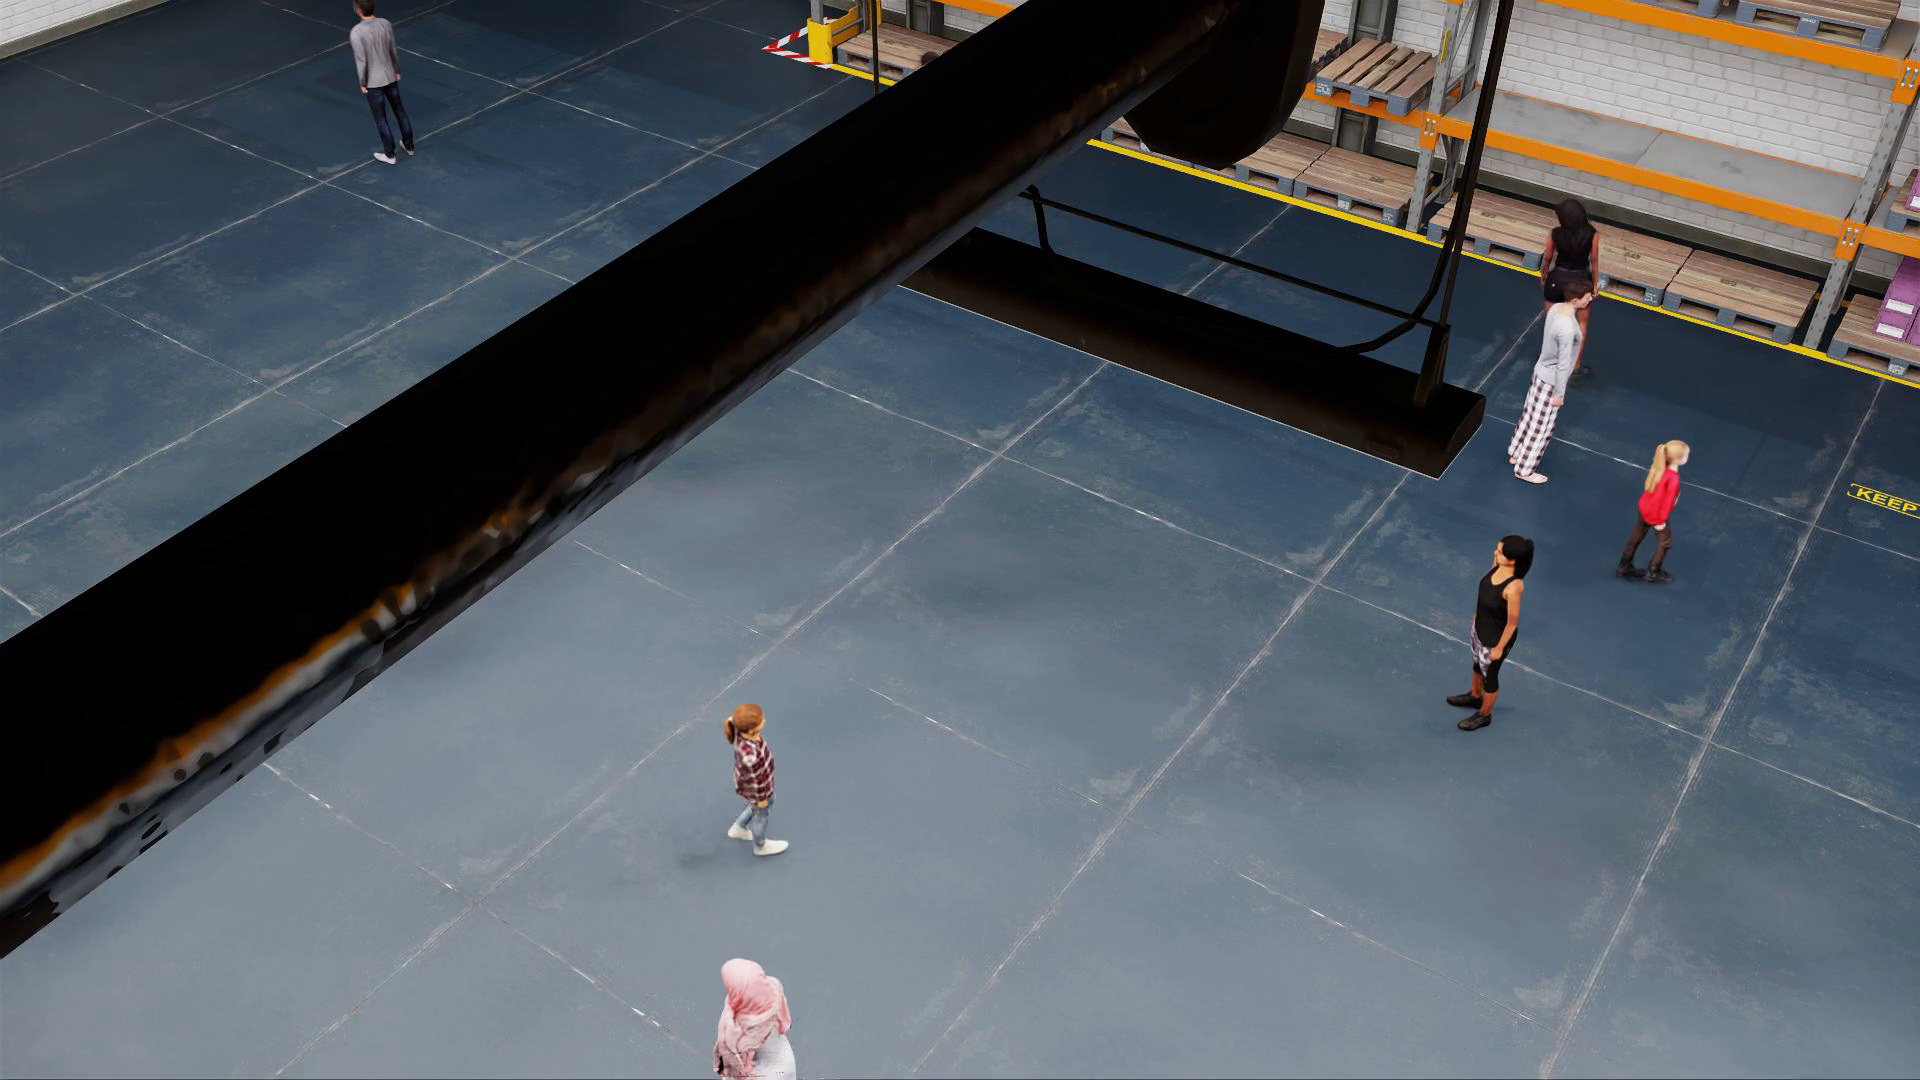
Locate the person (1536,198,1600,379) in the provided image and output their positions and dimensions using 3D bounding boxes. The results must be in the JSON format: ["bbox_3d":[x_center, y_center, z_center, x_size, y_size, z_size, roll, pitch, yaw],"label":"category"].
[{"bbox_3d":[5.443,-2.221,14.858,0.643,1.691,0.922,21,43,24],"label":"person"}]

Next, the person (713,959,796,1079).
[{"bbox_3d":[-0.936,2.785,8.527,1.011,1.771,0.650,24,44,27],"label":"person"}]

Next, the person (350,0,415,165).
[{"bbox_3d":[-6.379,-5.081,18.292,0.587,1.875,0.682,25,45,28],"label":"person"}]

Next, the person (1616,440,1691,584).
[{"bbox_3d":[5.246,-0.212,12.680,0.758,1.272,0.684,-1,39,-2],"label":"person"}]

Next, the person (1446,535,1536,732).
[{"bbox_3d":[3.646,0.607,11.339,0.695,1.664,0.657,-3,39,-4],"label":"person"}]

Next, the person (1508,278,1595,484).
[{"bbox_3d":[4.831,-1.327,13.615,0.719,1.847,0.715,3,39,3],"label":"person"}]

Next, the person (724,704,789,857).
[{"bbox_3d":[-1.355,1.534,10.472,0.734,1.298,0.674,-7,39,-8],"label":"person"}]
